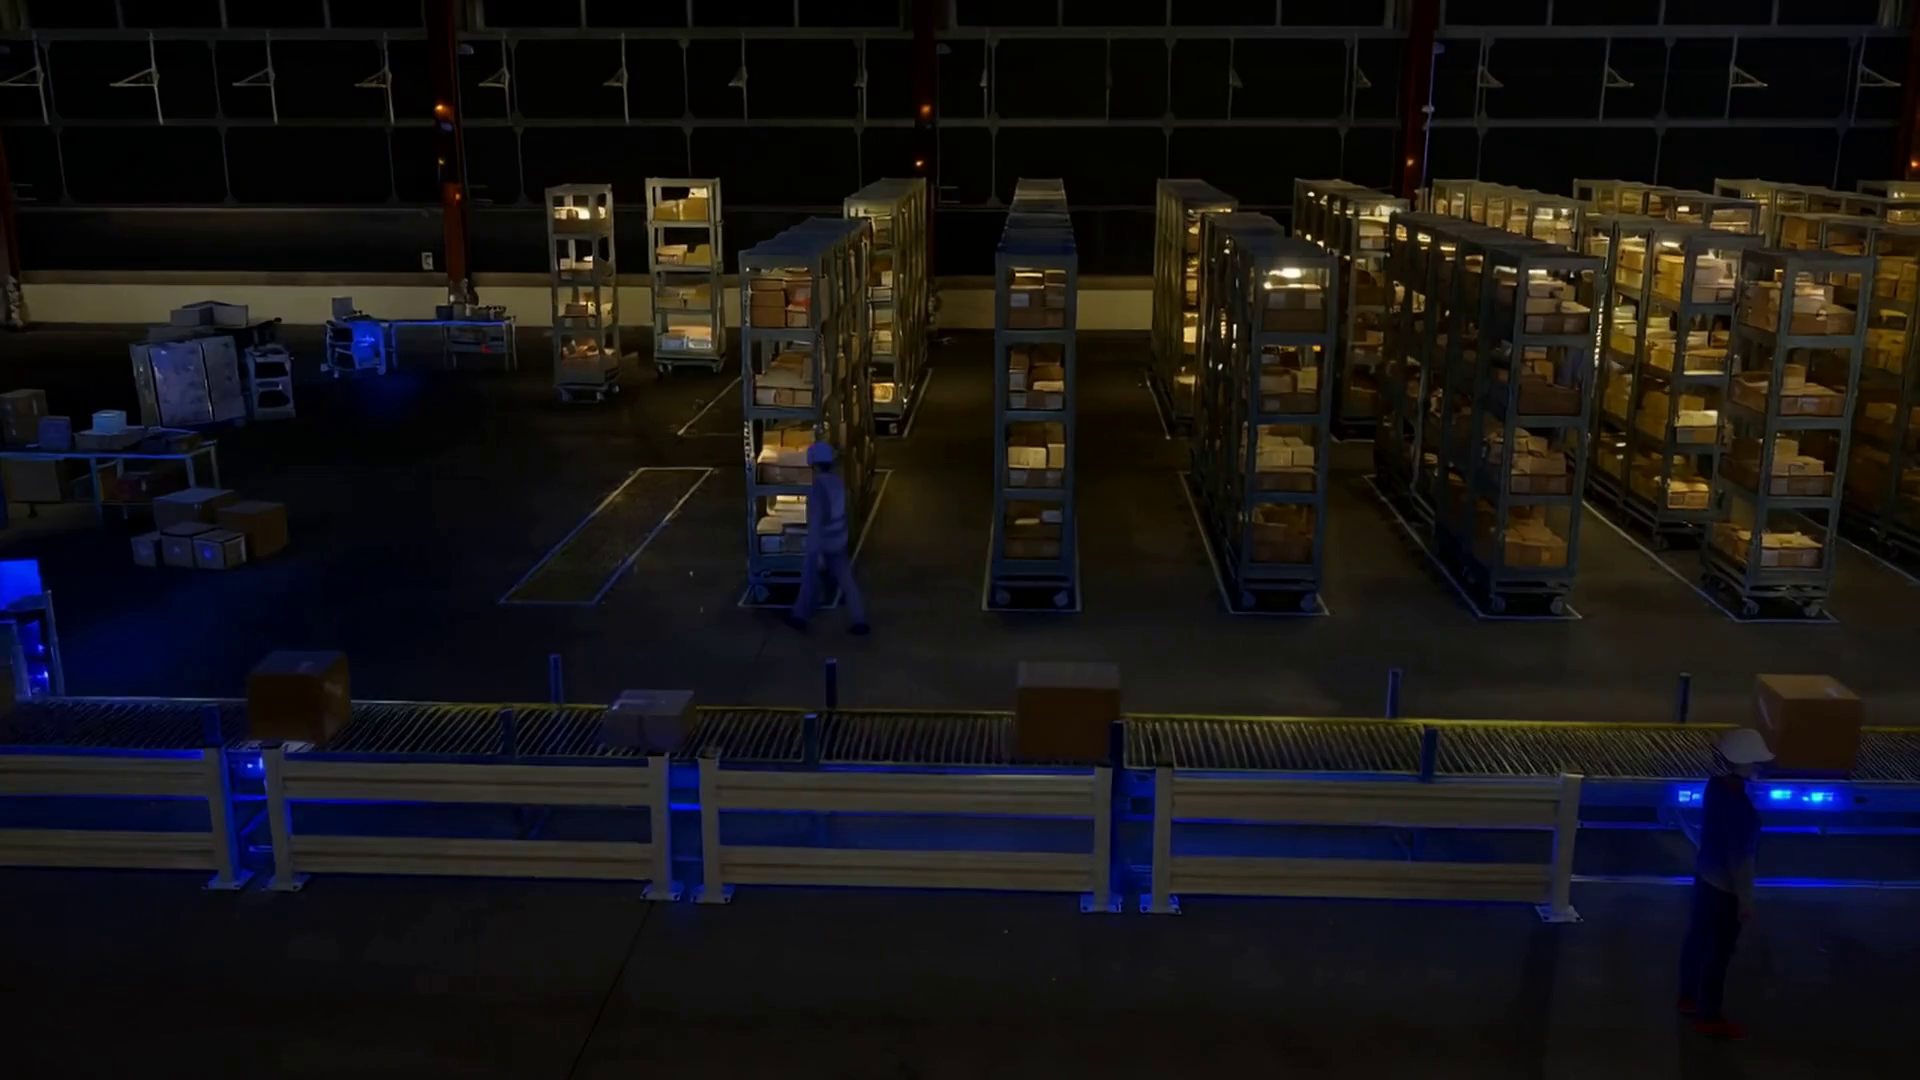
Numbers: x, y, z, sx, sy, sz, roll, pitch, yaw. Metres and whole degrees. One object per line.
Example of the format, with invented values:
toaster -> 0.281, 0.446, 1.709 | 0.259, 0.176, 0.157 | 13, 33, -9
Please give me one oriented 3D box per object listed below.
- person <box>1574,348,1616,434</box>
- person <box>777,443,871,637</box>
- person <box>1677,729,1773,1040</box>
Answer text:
person -> 9.319, -2.224, 24.415 | 0.778, 1.787, 0.604 | -9, 18, -31
person -> -1.275, 0.003, 15.944 | 1.014, 1.901, 0.635 | 8, 17, 27
person -> 4.245, 1.882, 9.203 | 0.309, 1.772, 0.525 | 0, 15, 1
